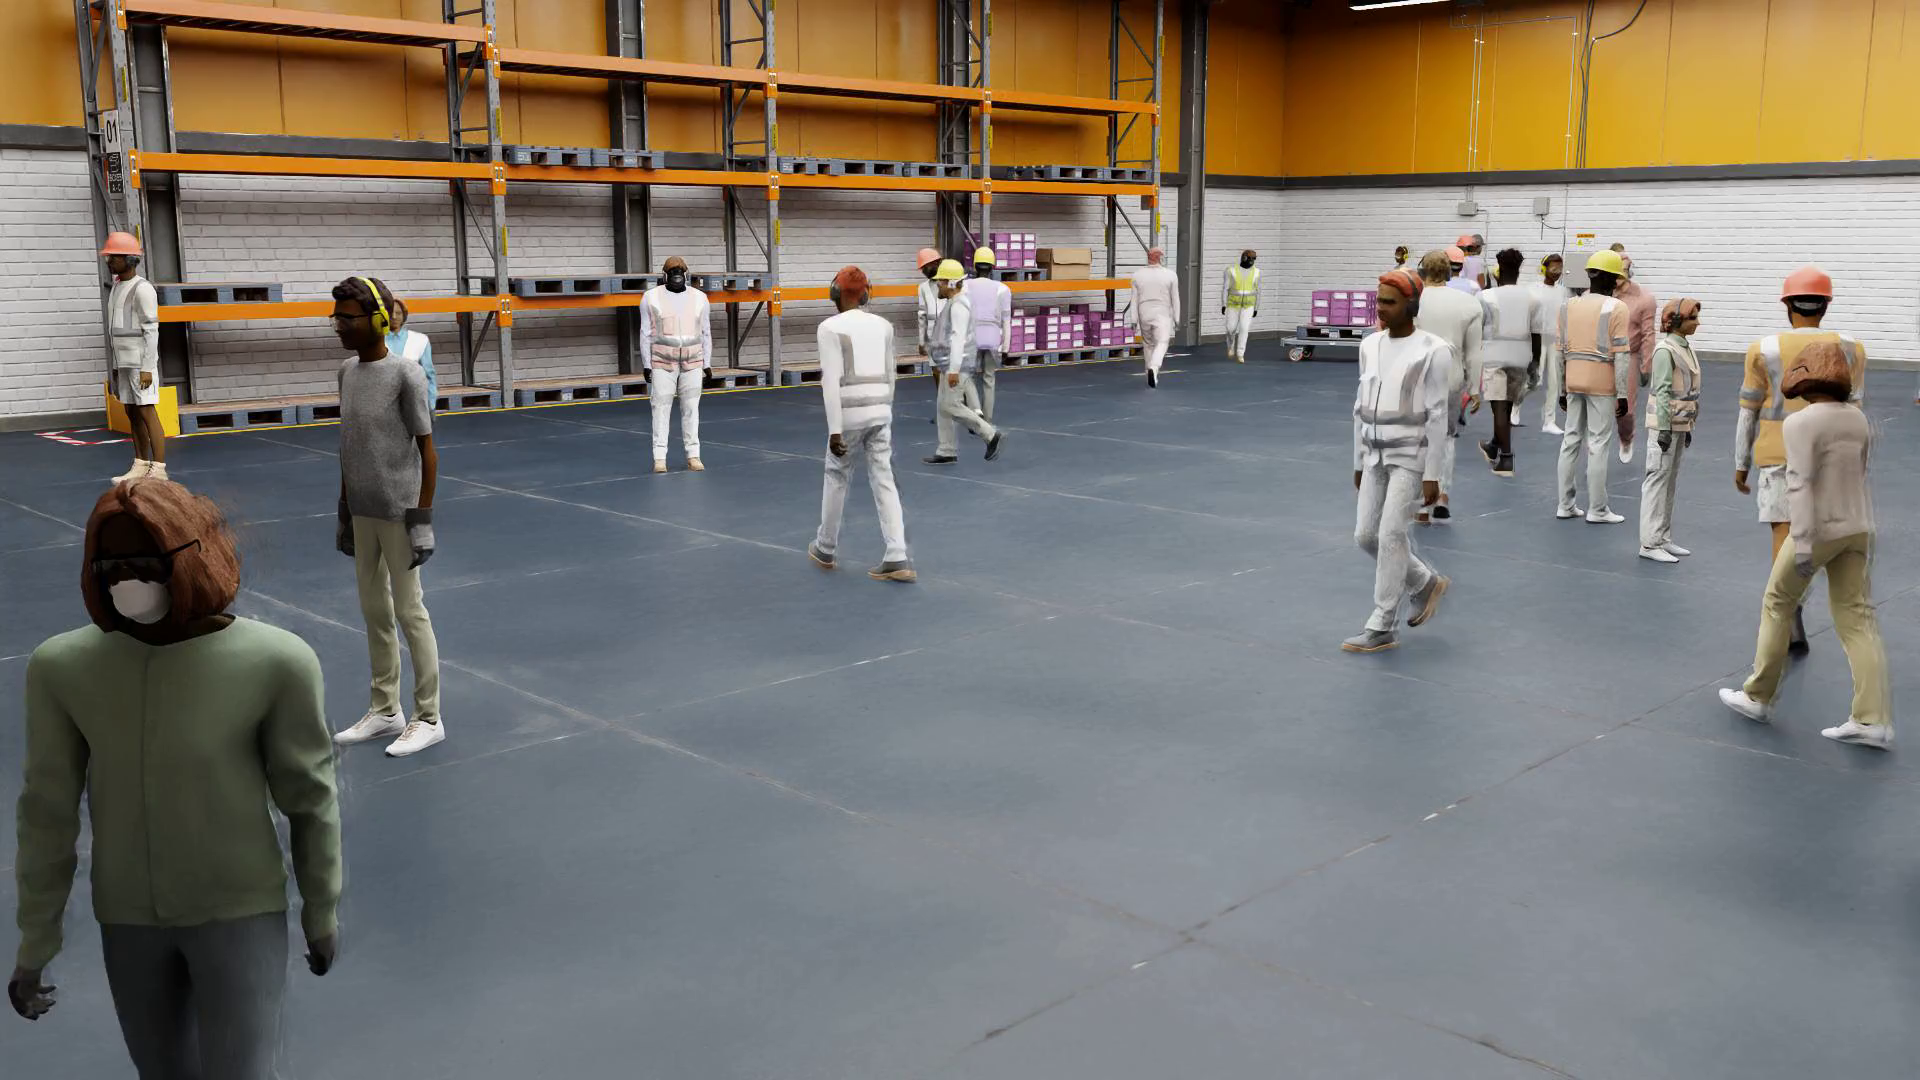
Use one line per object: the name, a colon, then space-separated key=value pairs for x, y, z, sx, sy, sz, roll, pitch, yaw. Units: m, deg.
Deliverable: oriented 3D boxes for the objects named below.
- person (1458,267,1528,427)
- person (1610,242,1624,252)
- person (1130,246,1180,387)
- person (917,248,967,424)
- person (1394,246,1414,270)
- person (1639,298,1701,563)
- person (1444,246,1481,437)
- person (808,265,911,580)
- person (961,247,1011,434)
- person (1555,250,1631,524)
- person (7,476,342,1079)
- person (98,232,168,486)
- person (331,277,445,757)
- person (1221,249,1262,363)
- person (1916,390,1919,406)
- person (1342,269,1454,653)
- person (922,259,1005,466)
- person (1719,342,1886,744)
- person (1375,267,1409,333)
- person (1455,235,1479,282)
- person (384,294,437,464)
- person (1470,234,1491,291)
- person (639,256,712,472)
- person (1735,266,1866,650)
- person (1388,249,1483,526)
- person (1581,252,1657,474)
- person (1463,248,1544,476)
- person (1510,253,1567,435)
person: x=5.622 y=-2.047 z=17.540 sx=0.771 sy=1.741 sz=0.530 roll=-2 pitch=11 yaw=-12
person: x=10.685 y=-3.906 z=27.223 sx=0.642 sy=1.931 sz=0.641 roll=-5 pitch=12 yaw=-27
person: x=2.603 y=-2.988 z=22.291 sx=0.647 sy=1.881 sz=0.862 roll=4 pitch=11 yaw=20
person: x=-0.129 y=-2.185 z=17.896 sx=0.620 sy=1.886 sz=0.674 roll=5 pitch=12 yaw=27
person: x=7.639 y=-4.200 z=29.058 sx=0.941 sy=1.805 sz=0.681 roll=-2 pitch=11 yaw=-13
person: x=4.441 y=-0.689 z=10.397 sx=0.307 sy=1.640 sz=0.513 roll=8 pitch=13 yaw=36
person: x=4.966 y=-2.031 z=16.996 sx=0.574 sy=1.896 sz=0.930 roll=-1 pitch=10 yaw=-4
person: x=-0.620 y=-0.700 z=9.888 sx=0.606 sy=1.834 sz=0.963 roll=-8 pitch=13 yaw=-39
person: x=0.217 y=-1.971 z=16.654 sx=0.604 sy=1.908 sz=0.488 roll=-1 pitch=10 yaw=-6
person: x=4.471 y=-1.075 z=11.742 sx=0.381 sy=1.918 sz=0.584 roll=-6 pitch=12 yaw=-31
person: x=-1.368 y=0.689 z=2.943 sx=0.505 sy=1.617 sz=0.370 roll=0 pitch=10 yaw=1
person: x=-6.621 y=-1.427 z=13.306 sx=0.607 sy=2.048 sz=0.367 roll=8 pitch=13 yaw=39
person: x=-2.261 y=-0.086 z=6.503 sx=0.533 sy=1.861 sz=0.311 roll=7 pitch=12 yaw=32
person: x=4.512 y=-3.763 z=26.715 sx=0.643 sy=1.805 sz=0.686 roll=1 pitch=10 yaw=3
person: x=11.567 y=-2.446 z=19.262 sx=0.656 sy=1.896 sz=0.957 roll=-4 pitch=11 yaw=-22
person: x=2.174 y=-0.385 z=8.142 sx=0.637 sy=1.868 sz=0.577 roll=-6 pitch=12 yaw=-29
person: x=0.020 y=-1.537 z=14.523 sx=0.645 sy=1.818 sz=0.597 roll=-1 pitch=10 yaw=-6
person: x=3.469 y=0.001 z=6.752 sx=0.527 sy=1.585 sz=0.789 roll=-5 pitch=11 yaw=-23
person: x=4.433 y=-1.863 z=16.615 sx=0.567 sy=1.712 sz=0.955 roll=4 pitch=11 yaw=20
person: x=8.019 y=-3.850 z=26.576 sx=0.426 sy=2.023 sz=0.630 roll=9 pitch=14 yaw=42
person: x=-3.967 y=-0.922 z=11.728 sx=0.521 sy=1.620 sz=0.677 roll=-6 pitch=12 yaw=-29
person: x=8.977 y=-4.301 z=28.998 sx=0.535 sy=2.000 sz=0.674 roll=-3 pitch=11 yaw=-18
person: x=-2.430 y=-1.503 z=14.282 sx=0.619 sy=1.845 sz=0.430 roll=-4 pitch=11 yaw=-20
person: x=4.170 y=-0.414 z=8.272 sx=0.551 sy=1.878 sz=1.027 roll=3 pitch=11 yaw=14
person: x=3.286 y=-1.056 z=11.611 sx=0.658 sy=1.924 sz=0.443 roll=1 pitch=10 yaw=6
person: x=5.569 y=-1.506 z=14.185 sx=0.648 sy=1.887 sz=0.629 roll=6 pitch=12 yaw=30
person: x=4.634 y=-1.539 z=14.305 sx=0.614 sy=1.902 sz=1.031 roll=-1 pitch=10 yaw=-6
person: x=5.980 y=-2.022 z=17.105 sx=0.533 sy=1.842 sz=0.679 roll=-4 pitch=11 yaw=-19
